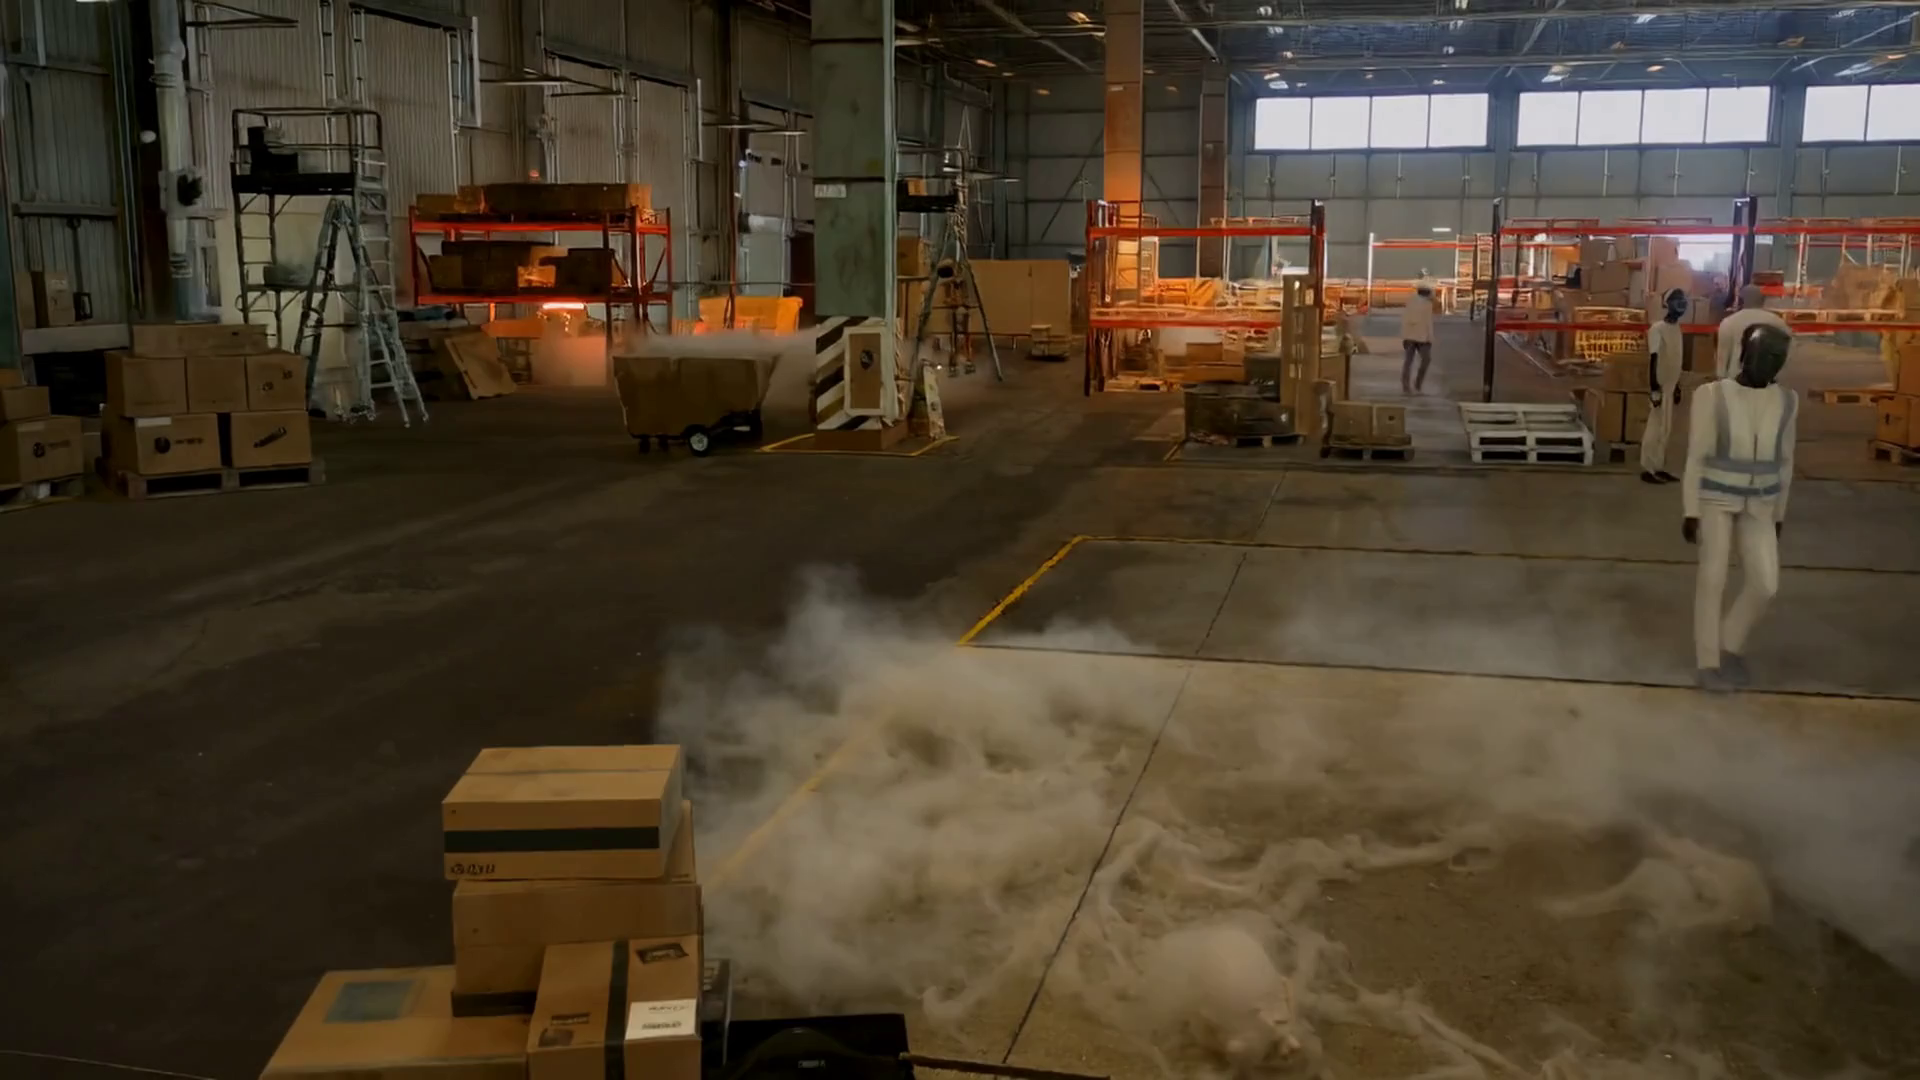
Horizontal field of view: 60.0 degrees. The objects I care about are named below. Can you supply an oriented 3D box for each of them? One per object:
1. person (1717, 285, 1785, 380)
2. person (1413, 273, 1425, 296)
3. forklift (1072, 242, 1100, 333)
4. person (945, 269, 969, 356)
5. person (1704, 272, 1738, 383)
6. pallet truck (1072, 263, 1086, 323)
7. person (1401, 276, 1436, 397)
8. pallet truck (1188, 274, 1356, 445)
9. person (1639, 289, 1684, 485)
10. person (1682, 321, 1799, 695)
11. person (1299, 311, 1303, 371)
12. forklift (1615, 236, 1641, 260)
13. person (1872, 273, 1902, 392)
[{"bbox_3d":[7.967,-1.622,16.856,0.629,1.886,0.990,3,10,18],"label":"person"},{"bbox_3d":[14.955,-7.825,53.987,0.530,1.689,0.322,-2,10,-10],"label":"person"},{"bbox_3d":[4.155,-7.286,47.305,1.873,2.768,1.129,2,10,14],"label":"forklift"},{"bbox_3d":[-0.071,-5.059,36.983,0.543,1.932,0.365,-1,10,-7],"label":"person"},{"bbox_3d":[13.117,-3.641,28.671,0.363,1.929,0.628,-2,10,-10],"label":"person"},{"bbox_3d":[4.325,-8.180,55.162,0.823,1.965,1.885,6,11,31],"label":"pallet truck"},{"bbox_3d":[7.142,-3.163,25.956,0.566,1.887,0.681,-7,12,-36],"label":"person"},{"bbox_3d":[3.653,-2.138,19.590,1.885,1.965,0.823,-4,10,-20],"label":"pallet truck"},{"bbox_3d":[6.824,-1.477,16.070,0.517,1.873,0.328,-8,13,-39],"label":"person"},{"bbox_3d":[3.881,-0.152,8.305,0.600,1.868,0.410,0,10,-1],"label":"person"},{"bbox_3d":[6.682,-4.094,31.876,0.320,1.738,0.486,7,12,34],"label":"person"},{"bbox_3d":[20.459,-7.936,51.133,1.129,2.768,1.873,-7,12,-34],"label":"forklift"},{"bbox_3d":[15.160,-3.385,27.151,0.378,1.931,0.624,6,11,30],"label":"person"}]
